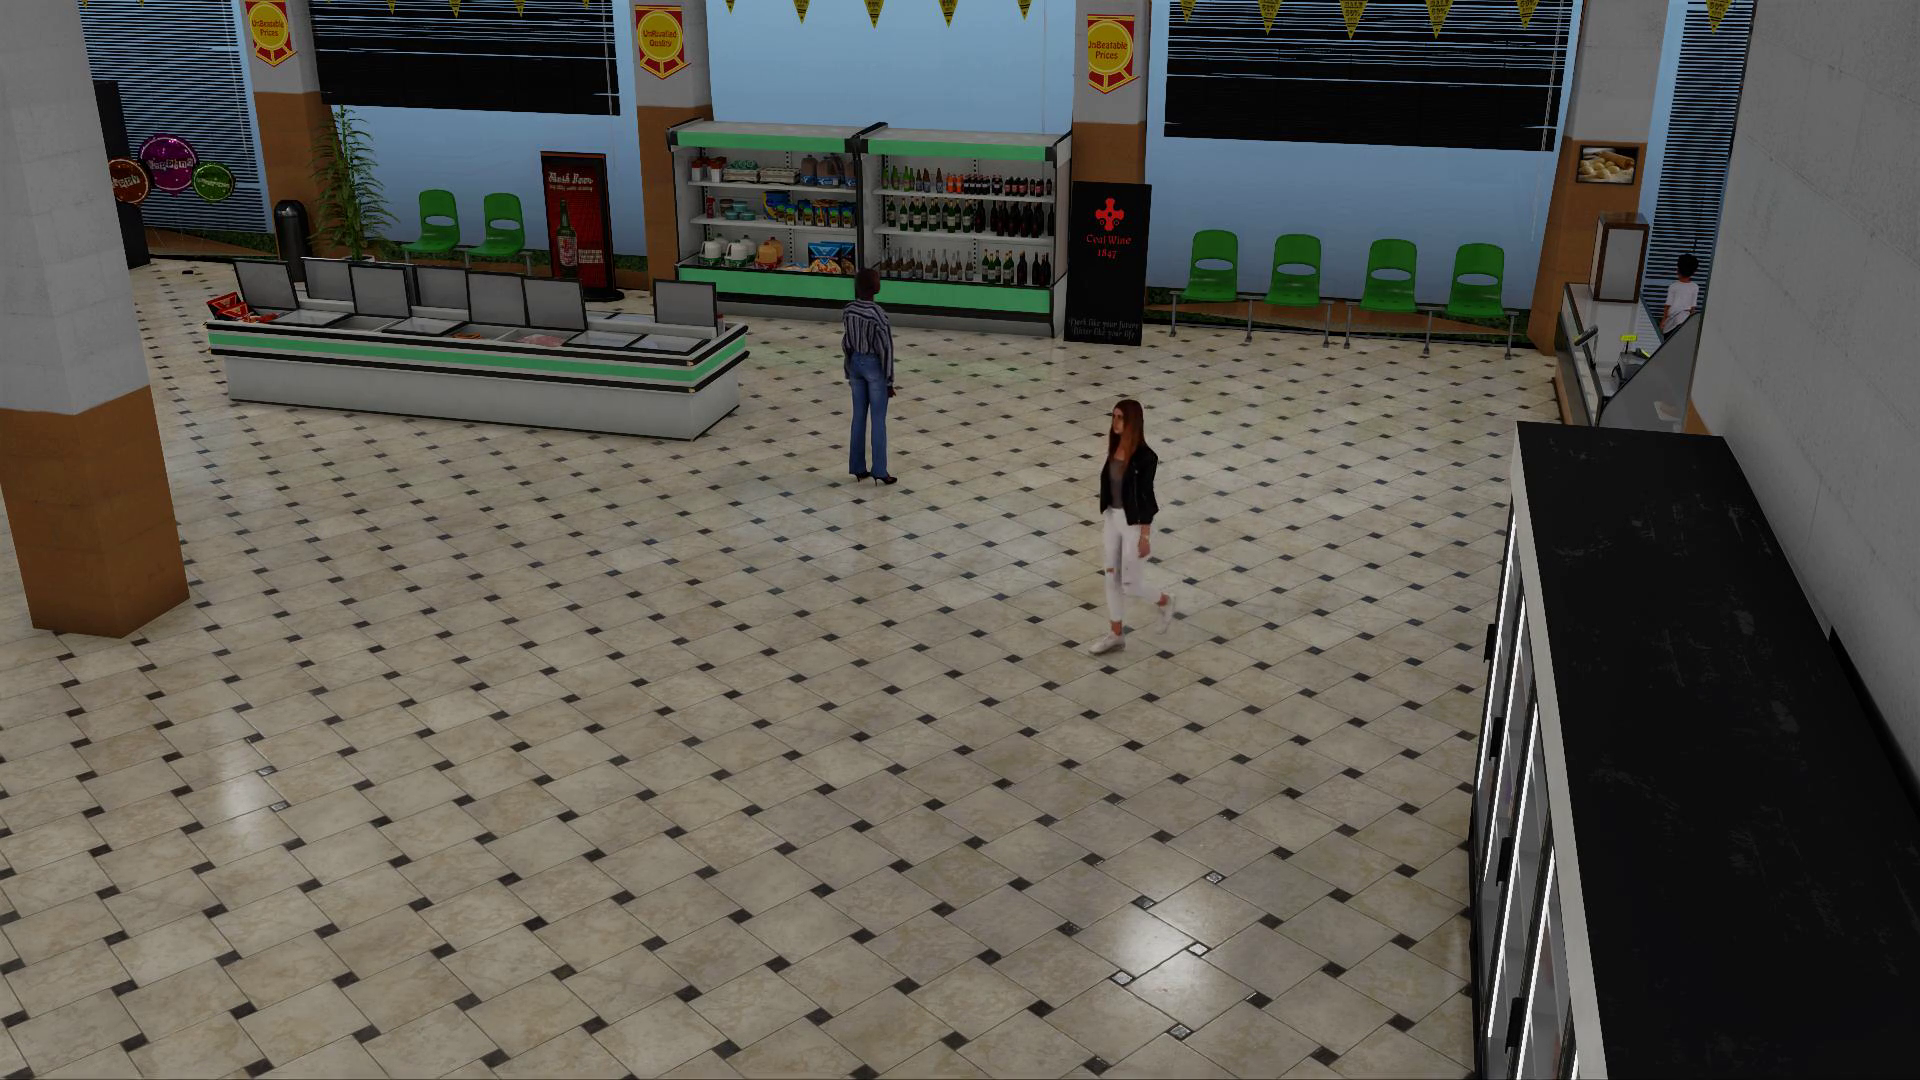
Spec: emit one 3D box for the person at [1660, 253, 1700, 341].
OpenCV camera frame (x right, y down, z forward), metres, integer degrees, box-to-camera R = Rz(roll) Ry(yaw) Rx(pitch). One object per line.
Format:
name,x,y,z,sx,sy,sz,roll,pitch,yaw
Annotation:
person,7.106,-2.204,16.454,0.527,1.261,0.621,-3,22,-7

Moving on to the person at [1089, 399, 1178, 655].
person,1.125,-0.082,10.594,0.942,1.693,0.912,-15,26,-32

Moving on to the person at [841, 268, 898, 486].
person,-0.740,-1.327,13.556,0.621,1.794,0.769,16,27,35
